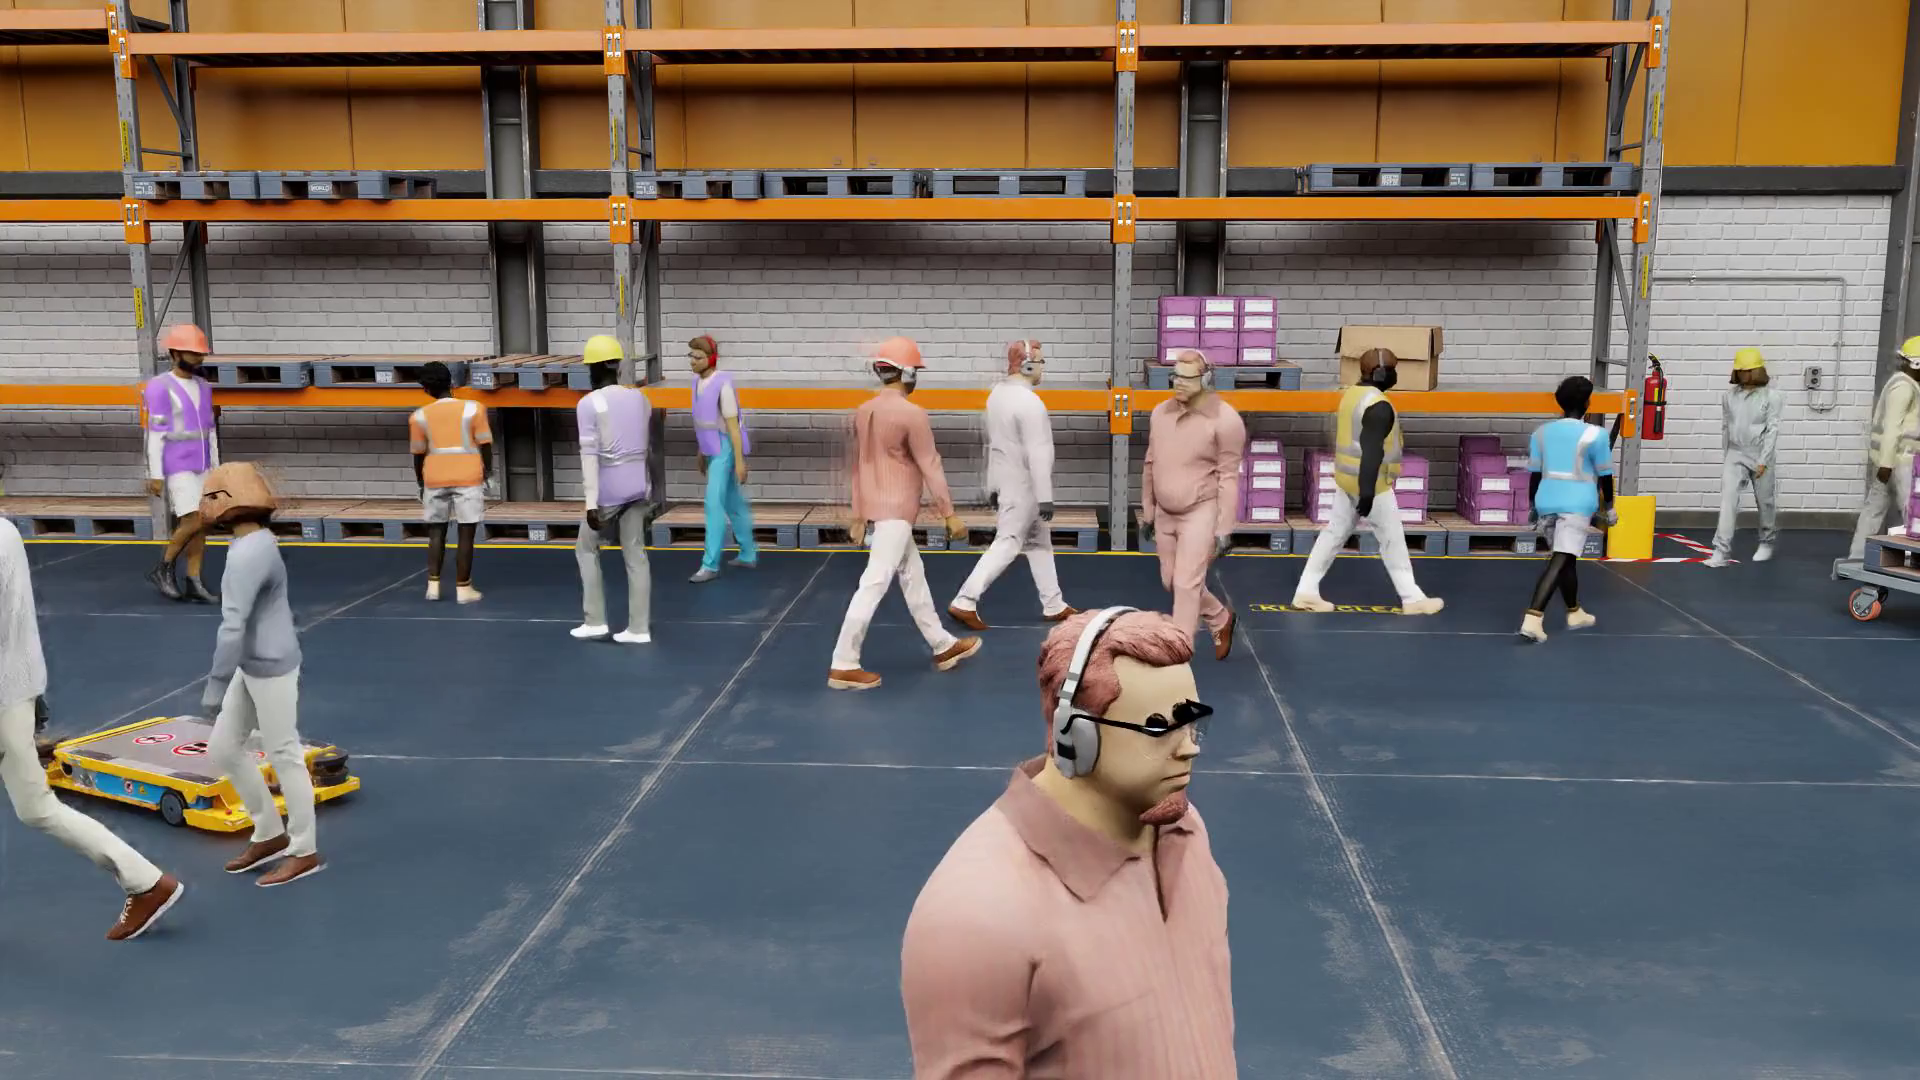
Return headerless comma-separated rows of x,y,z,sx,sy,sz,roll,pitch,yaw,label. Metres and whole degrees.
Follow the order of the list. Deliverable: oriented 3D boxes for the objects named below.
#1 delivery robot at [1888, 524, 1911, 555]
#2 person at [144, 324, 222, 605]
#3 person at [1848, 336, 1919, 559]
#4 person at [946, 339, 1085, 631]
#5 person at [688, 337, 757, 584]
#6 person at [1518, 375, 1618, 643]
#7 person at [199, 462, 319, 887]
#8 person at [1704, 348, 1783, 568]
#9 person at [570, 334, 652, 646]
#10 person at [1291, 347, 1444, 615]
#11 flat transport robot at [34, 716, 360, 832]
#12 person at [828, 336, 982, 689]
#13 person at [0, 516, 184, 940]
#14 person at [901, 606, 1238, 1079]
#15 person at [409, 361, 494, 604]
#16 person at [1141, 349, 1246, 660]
7.016,0.046,11.841,0.477,0.478,0.707,-6,12,-34,delivery robot
-5.225,-0.496,11.277,0.439,1.922,0.566,2,10,13,person
7.076,-0.606,12.298,0.827,1.789,0.608,5,11,27,person
0.357,-0.347,10.599,0.978,1.864,0.657,-3,10,-16,person
-1.794,-0.613,12.370,0.687,1.799,0.617,-5,11,-27,person
3.752,-0.200,10.347,0.893,1.650,0.523,-6,12,-33,person
-2.682,0.514,6.280,0.438,1.612,0.473,-6,11,-32,person
6.102,-0.643,12.836,0.865,1.691,0.479,-8,13,-41,person
-2.168,-0.303,10.215,0.712,1.896,0.606,7,12,36,person
2.696,-0.379,11.014,1.003,1.790,0.644,-1,10,-6,person
-3.417,1.001,7.355,1.431,0.197,0.652,5,11,28,flat transport robot
-0.325,-0.153,9.262,1.057,1.934,0.623,-5,11,-29,person
-3.200,0.524,5.635,0.932,1.822,0.543,-4,11,-24,person
0.202,1.029,2.411,0.403,1.906,0.665,7,12,35,person
-3.477,-0.384,11.400,0.557,1.676,0.323,0,10,1,person
1.343,-0.145,9.390,0.810,1.879,0.652,-9,13,-41,person
